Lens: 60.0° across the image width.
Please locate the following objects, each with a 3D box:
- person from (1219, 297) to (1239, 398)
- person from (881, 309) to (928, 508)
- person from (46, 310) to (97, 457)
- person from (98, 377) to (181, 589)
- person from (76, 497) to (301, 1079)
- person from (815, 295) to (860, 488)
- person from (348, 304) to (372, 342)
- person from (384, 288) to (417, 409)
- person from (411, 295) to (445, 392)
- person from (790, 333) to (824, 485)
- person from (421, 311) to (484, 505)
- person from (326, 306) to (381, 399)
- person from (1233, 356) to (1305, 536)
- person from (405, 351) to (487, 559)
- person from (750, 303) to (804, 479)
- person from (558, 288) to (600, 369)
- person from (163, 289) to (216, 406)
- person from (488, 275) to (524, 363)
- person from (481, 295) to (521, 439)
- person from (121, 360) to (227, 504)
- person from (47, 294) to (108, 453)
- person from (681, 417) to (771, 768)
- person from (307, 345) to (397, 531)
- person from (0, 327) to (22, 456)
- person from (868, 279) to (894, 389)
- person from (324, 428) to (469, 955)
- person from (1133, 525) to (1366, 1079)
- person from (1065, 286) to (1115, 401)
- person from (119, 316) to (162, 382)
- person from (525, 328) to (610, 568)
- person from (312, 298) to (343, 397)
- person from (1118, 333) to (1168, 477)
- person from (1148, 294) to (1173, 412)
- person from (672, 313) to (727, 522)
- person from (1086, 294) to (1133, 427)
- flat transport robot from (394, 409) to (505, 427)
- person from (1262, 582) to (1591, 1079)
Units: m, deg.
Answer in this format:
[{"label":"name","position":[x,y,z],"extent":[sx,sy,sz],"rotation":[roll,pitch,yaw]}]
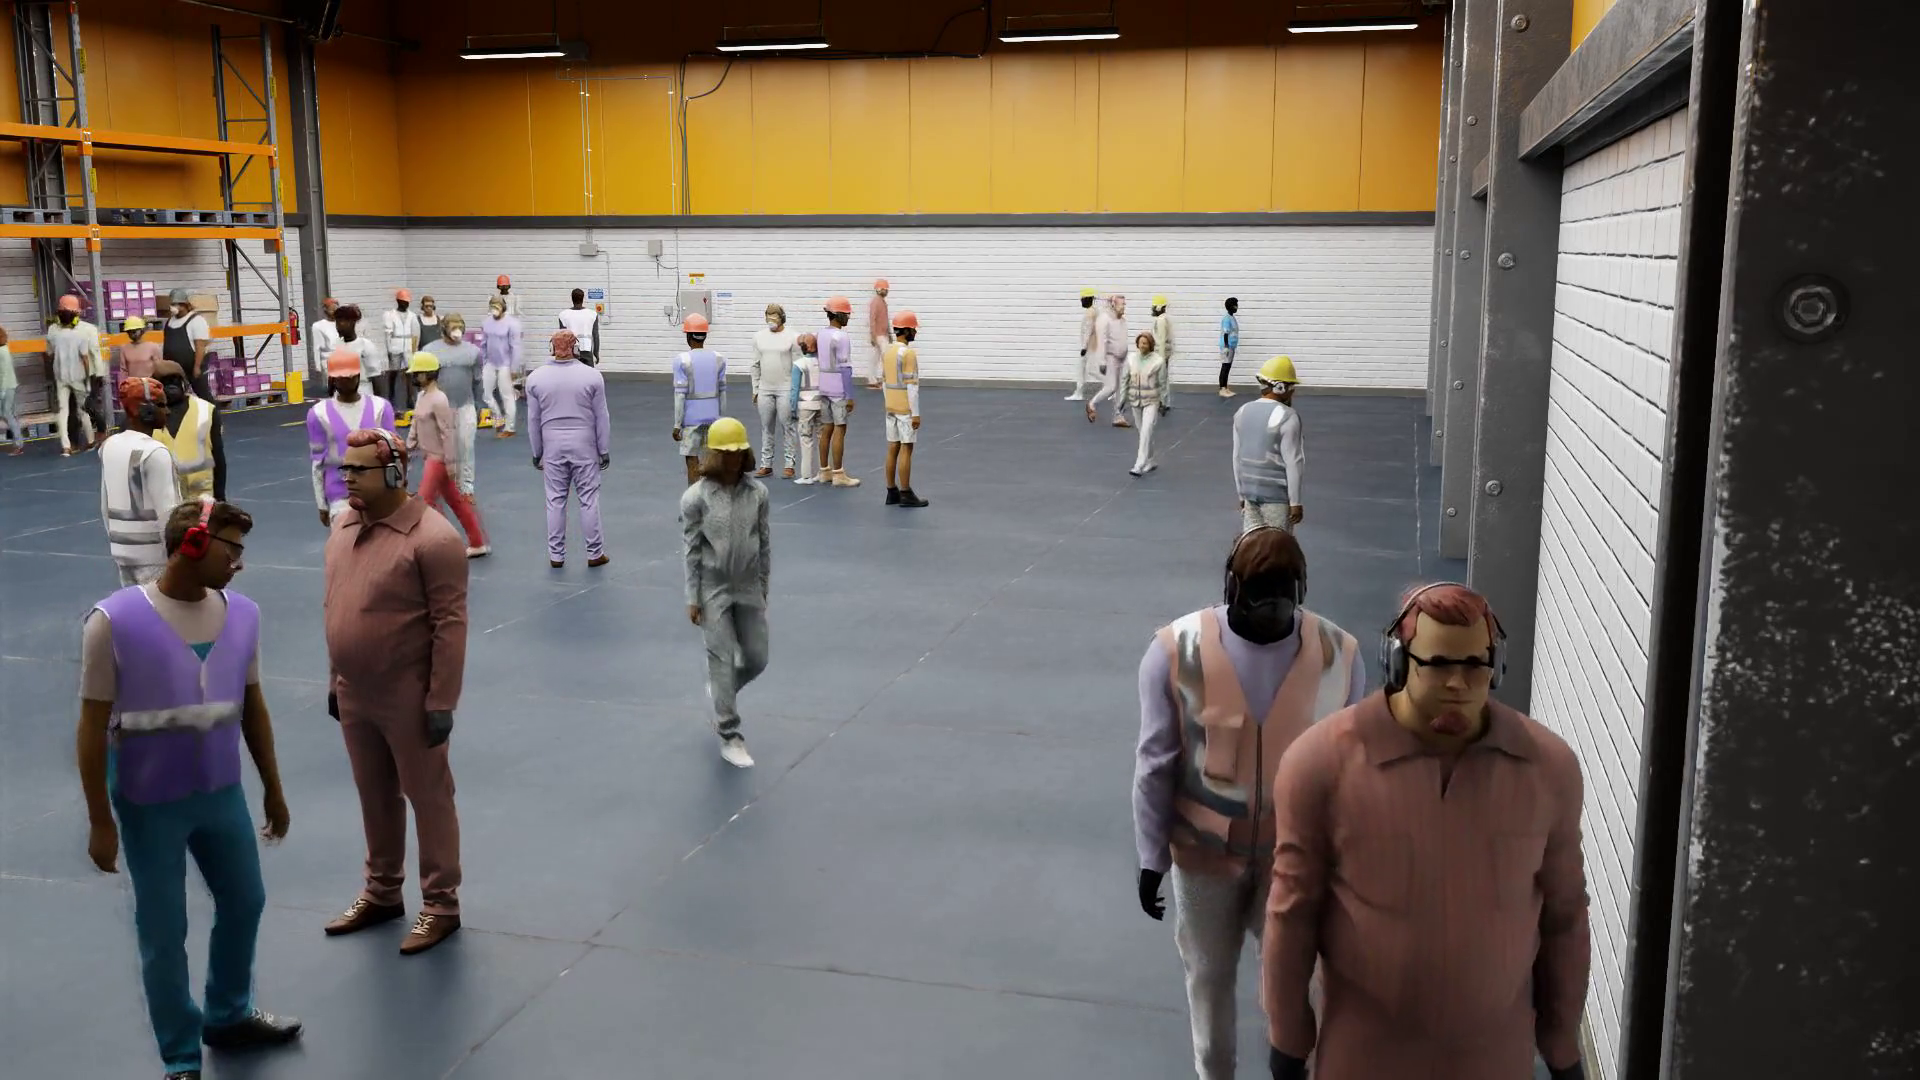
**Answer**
[{"label":"person","position":[4.566,-3.269,28.229],"extent":[0.317,1.696,0.540],"rotation":[4,11,21]},{"label":"person","position":[-0.549,-1.291,16.347],"extent":[0.365,1.939,0.542],"rotation":[-6,12,-31]},{"label":"person","position":[-10.937,-1.950,20.472],"extent":[0.490,1.806,0.998],"rotation":[-3,10,-16]},{"label":"person","position":[-4.225,0.093,8.668],"extent":[0.584,1.882,0.337],"rotation":[7,12,35]},{"label":"person","position":[-2.332,0.780,5.002],"extent":[0.382,1.810,0.676],"rotation":[6,12,31]},{"label":"person","position":[-1.298,-1.581,17.695],"extent":[0.391,2.041,0.615],"rotation":[-7,12,-34]},{"label":"person","position":[-9.893,-3.054,27.218],"extent":[0.532,1.612,0.518],"rotation":[-4,11,-23]},{"label":"person","position":[-8.894,-3.047,26.416],"extent":[0.555,1.903,0.907],"rotation":[-7,12,-35]},{"label":"person","position":[-7.939,-2.745,24.908],"extent":[0.504,1.832,0.453],"rotation":[-6,12,-31]},{"label":"person","position":[-1.602,-1.403,17.857],"extent":[0.516,1.631,0.332],"rotation":[-9,13,-41]},{"label":"person","position":[-5.067,-1.326,16.608],"extent":[0.629,1.920,0.801],"rotation":[-5,11,-27]},{"label":"person","position":[-6.311,-1.433,17.139],"extent":[0.605,1.937,0.745],"rotation":[7,12,34]},{"label":"person","position":[2.081,-0.307,11.098],"extent":[0.404,1.826,0.587],"rotation":[-6,12,-31]},{"label":"person","position":[-4.244,-0.643,13.313],"extent":[0.929,1.720,0.540],"rotation":[-6,12,-30]},{"label":"person","position":[-2.016,-1.638,18.328],"extent":[0.628,1.935,0.373],"rotation":[3,10,17]},{"label":"person","position":[-5.740,-2.830,25.119],"extent":[0.589,1.920,0.399],"rotation":[-2,10,-14]},{"label":"person","position":[-10.387,-2.390,22.283],"extent":[0.698,2.000,0.989],"rotation":[4,11,20]},{"label":"person","position":[-8.512,-3.959,31.220],"extent":[0.618,2.028,0.409],"rotation":[-5,11,-26]},{"label":"person","position":[-6.087,-2.274,21.974],"extent":[0.641,1.917,0.472],"rotation":[5,11,25]},{"label":"person","position":[-5.317,-0.325,11.285],"extent":[0.637,1.798,0.972],"rotation":[-5,11,-24]},{"label":"person","position":[-10.986,-2.075,20.720],"extent":[0.638,1.972,0.621],"rotation":[0,10,1]},{"label":"person","position":[-1.173,0.240,8.283],"extent":[0.490,1.729,0.550],"rotation":[-7,12,-34]},{"label":"person","position":[-3.959,-0.322,10.909],"extent":[0.556,1.920,0.735],"rotation":[-5,11,-26]},{"label":"person","position":[-11.761,-1.848,20.435],"extent":[0.348,1.607,0.656],"rotation":[-8,13,-37]},{"label":"person","position":[-1.297,-3.650,29.605],"extent":[0.814,1.967,0.642],"rotation":[2,10,13]},{"label":"person","position":[-2.085,0.543,6.052],"extent":[0.636,1.911,0.406],"rotation":[6,11,29]},{"label":"person","position":[0.778,0.874,4.462],"extent":[0.632,1.811,0.841],"rotation":[1,10,5]},{"label":"person","position":[2.183,-3.232,27.432],"extent":[0.824,1.904,0.587],"rotation":[0,10,1]},{"label":"person","position":[-9.917,-1.872,20.252],"extent":[0.521,1.731,0.875],"rotation":[0,10,2]},{"label":"person","position":[-3.099,-0.725,13.245],"extent":[0.639,1.907,0.406],"rotation":[0,10,-3]},{"label":"person","position":[-8.740,-2.461,23.252],"extent":[0.588,1.850,0.933],"rotation":[-9,14,-43]},{"label":"person","position":[2.059,-1.518,18.603],"extent":[0.509,1.594,0.868],"rotation":[7,12,34]},{"label":"person","position":[3.000,-2.872,25.670],"extent":[0.629,1.811,0.599],"rotation":[3,11,19]},{"label":"person","position":[-2.420,-1.118,15.370],"extent":[0.551,1.936,0.356],"rotation":[-8,13,-39]},{"label":"person","position":[2.144,-2.534,23.531],"extent":[0.596,1.885,0.658],"rotation":[9,14,42]},{"label":"flat transport robot","position":[-7.261,-1.753,23.687],"extent":[1.431,0.197,0.652],"rotation":[1,10,7]},{"label":"person","position":[0.970,1.003,3.502],"extent":[0.669,1.889,0.705],"rotation":[0,10,1]}]
